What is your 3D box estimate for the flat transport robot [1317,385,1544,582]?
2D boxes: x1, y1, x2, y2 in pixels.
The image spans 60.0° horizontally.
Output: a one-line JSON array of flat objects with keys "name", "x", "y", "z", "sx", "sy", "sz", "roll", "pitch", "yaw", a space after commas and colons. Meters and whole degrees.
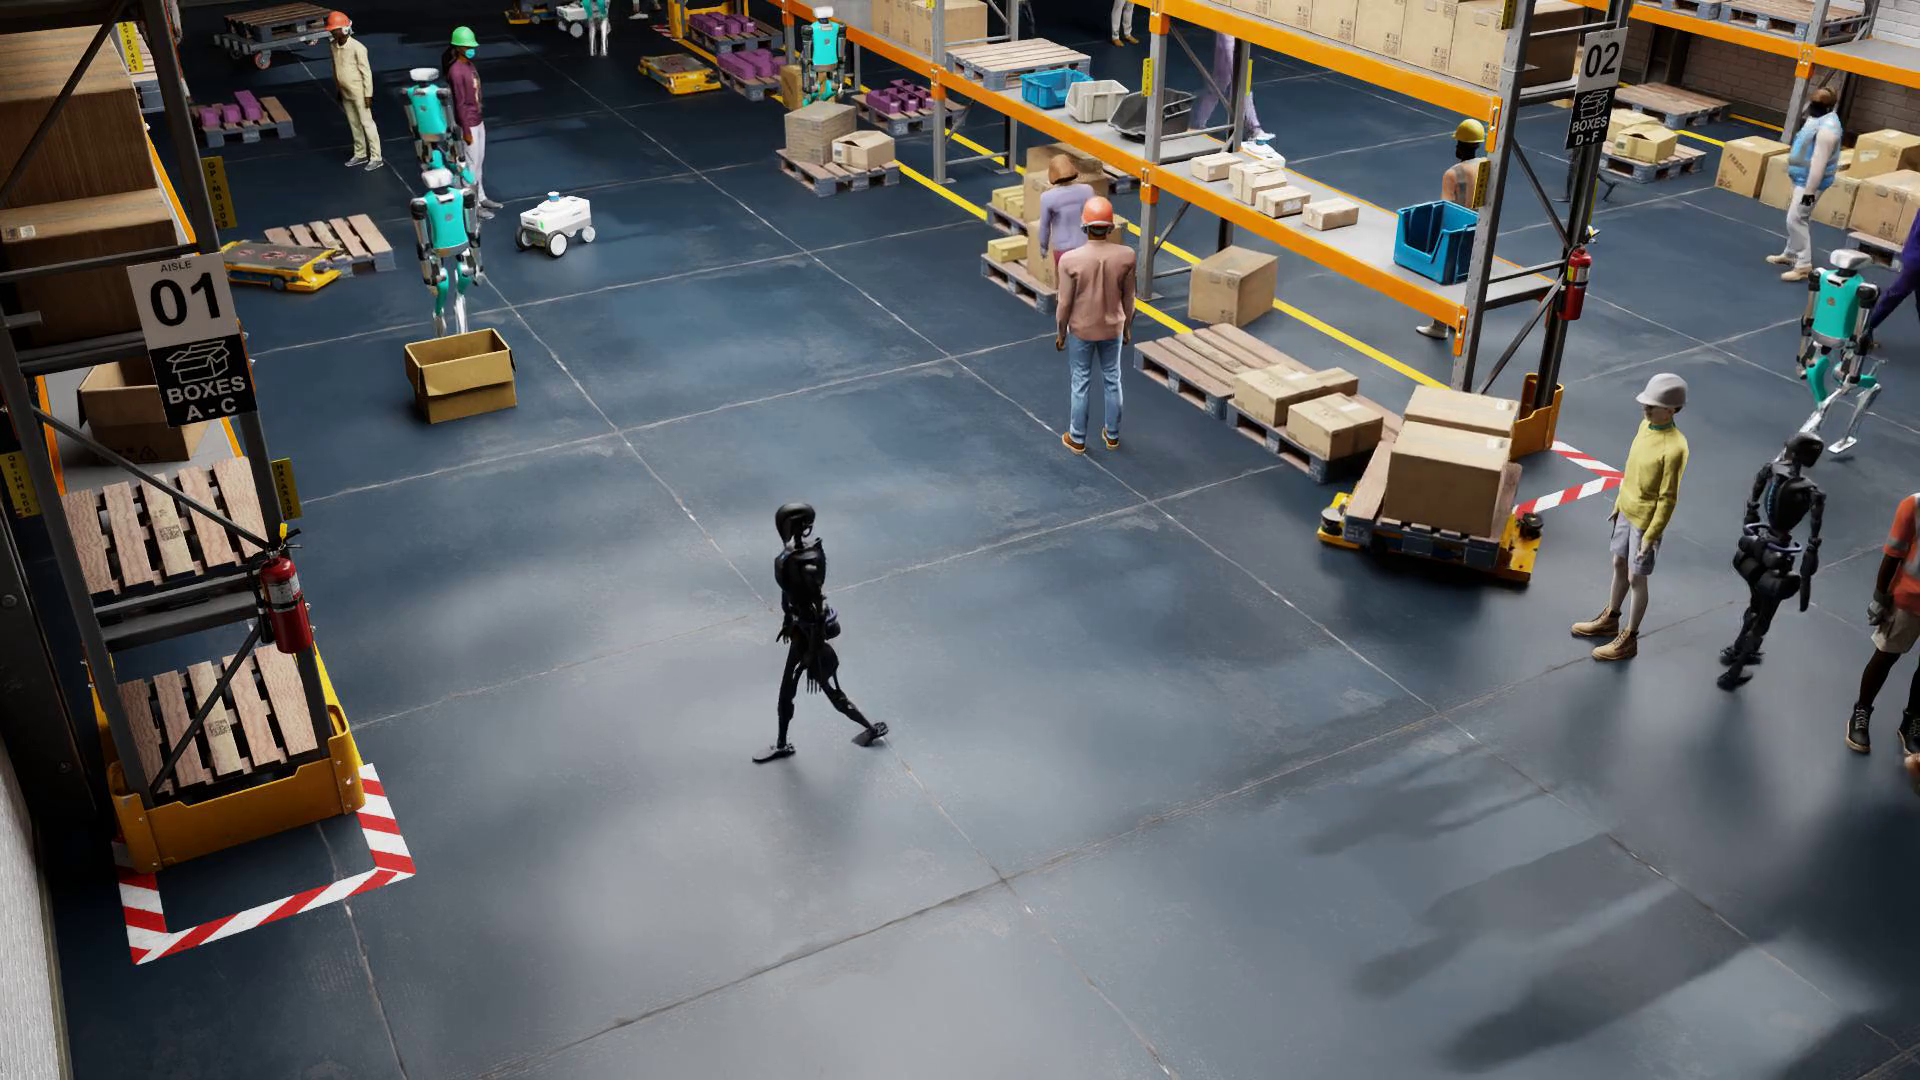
[{"name": "flat transport robot", "x": 3.264, "y": -0.072, "z": 11.535, "sx": 1.431, "sy": 0.231, "sz": 0.659, "roll": 12, "pitch": 32, "yaw": 20}]

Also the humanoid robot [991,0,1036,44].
[{"name": "humanoid robot", "x": 0.822, "y": -7.753, "z": 23.522, "sx": 0.729, "sy": 1.632, "sz": 0.587, "roll": 10, "pitch": 31, "yaw": 16}]

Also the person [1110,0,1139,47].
[{"name": "person", "x": 2.402, "y": -8.060, "z": 23.810, "sx": 0.581, "sy": 1.894, "sz": 0.370, "roll": -24, "pitch": 37, "yaw": -35}]

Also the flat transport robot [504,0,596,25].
[{"name": "flat transport robot", "x": -6.247, "y": -8.135, "z": 25.571, "sx": 1.431, "sy": 0.231, "sz": 0.659, "roll": -10, "pitch": 31, "yaw": -17}]

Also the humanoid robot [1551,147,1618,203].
[{"name": "humanoid robot", "x": 6.751, "y": -4.377, "z": 17.625, "sx": 0.593, "sy": 1.643, "sz": 0.601, "roll": 12, "pitch": 32, "yaw": 20}]

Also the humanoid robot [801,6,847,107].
[{"name": "humanoid robot", "x": -1.618, "y": -5.286, "z": 19.003, "sx": 0.533, "sy": 1.677, "sz": 0.735, "roll": -12, "pitch": 32, "yaw": -21}]

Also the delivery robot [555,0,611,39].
[{"name": "delivery robot", "x": -5.590, "y": -7.737, "z": 24.606, "sx": 0.812, "sy": 0.609, "sz": 0.499, "roll": -20, "pitch": 35, "yaw": -31}]

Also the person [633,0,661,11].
[{"name": "person", "x": -4.944, "y": -9.177, "z": 25.805, "sx": 0.625, "sy": 1.847, "sz": 0.429, "roll": -14, "pitch": 33, "yaw": -23}]

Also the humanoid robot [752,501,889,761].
[{"name": "humanoid robot", "x": -0.794, "y": 0.516, "z": 9.162, "sx": 0.786, "sy": 1.639, "sz": 0.601, "roll": -12, "pitch": 32, "yaw": -20}]

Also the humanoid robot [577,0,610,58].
[{"name": "humanoid robot", "x": -5.111, "y": -7.605, "z": 23.254, "sx": 0.531, "sy": 1.859, "sz": 0.706, "roll": -3, "pitch": 30, "yaw": -4}]

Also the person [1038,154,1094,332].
[{"name": "person", "x": 0.953, "y": -2.570, "z": 14.527, "sx": 0.559, "sy": 1.605, "sz": 0.408, "roll": -9, "pitch": 31, "yaw": -15}]

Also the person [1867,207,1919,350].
[{"name": "person", "x": 8.230, "y": -2.354, "z": 14.194, "sx": 0.881, "sy": 1.571, "sz": 0.458, "roll": 9, "pitch": 31, "yaw": 16}]

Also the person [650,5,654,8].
[{"name": "person", "x": -4.692, "y": -9.223, "z": 25.985, "sx": 0.560, "sy": 1.740, "sz": 0.339, "roll": -4, "pitch": 30, "yaw": -7}]

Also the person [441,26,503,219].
[{"name": "person", "x": -5.087, "y": -4.341, "z": 17.282, "sx": 0.421, "sy": 1.949, "sz": 0.490, "roll": 2, "pitch": 30, "yaw": 4}]

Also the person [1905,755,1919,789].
[{"name": "person", "x": 5.541, "y": 0.580, "z": 8.699, "sx": 0.647, "sy": 1.964, "sz": 0.631, "roll": 8, "pitch": 31, "yaw": 13}]

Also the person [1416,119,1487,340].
[{"name": "person", "x": 4.306, "y": -2.683, "z": 14.416, "sx": 0.585, "sy": 1.928, "sz": 0.366, "roll": -19, "pitch": 35, "yaw": -30}]

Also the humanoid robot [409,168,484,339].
[{"name": "humanoid robot", "x": -4.308, "y": -2.237, "z": 13.944, "sx": 0.545, "sy": 1.888, "sz": 0.752, "roll": -19, "pitch": 35, "yaw": -30}]

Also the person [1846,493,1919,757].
[{"name": "person", "x": 5.335, "y": 0.334, "z": 9.139, "sx": 0.605, "sy": 1.958, "sz": 0.374, "roll": 7, "pitch": 31, "yaw": 13}]

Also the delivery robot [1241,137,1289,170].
[{"name": "delivery robot", "x": 3.304, "y": -4.115, "z": 18.306, "sx": 0.516, "sy": 0.614, "sz": 0.785, "roll": -9, "pitch": 31, "yaw": -15}]

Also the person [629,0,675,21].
[{"name": "person", "x": -4.635, "y": -8.782, "z": 25.166, "sx": 0.834, "sy": 1.819, "sz": 0.610, "roll": -12, "pitch": 32, "yaw": -19}]

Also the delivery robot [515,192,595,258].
[{"name": "delivery robot", "x": -4.047, "y": -3.180, "z": 16.653, "sx": 0.499, "sy": 0.589, "sz": 0.782, "roll": 19, "pitch": 35, "yaw": 29}]

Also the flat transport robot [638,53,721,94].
[{"name": "flat transport robot", "x": -3.780, "y": -6.264, "z": 22.314, "sx": 0.659, "sy": 0.231, "sz": 1.431, "roll": -15, "pitch": 33, "yaw": -25}]

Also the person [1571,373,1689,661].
[{"name": "person", "x": 4.109, "y": -0.142, "z": 10.031, "sx": 0.386, "sy": 1.892, "sz": 0.474, "roll": -3, "pitch": 30, "yaw": -6}]

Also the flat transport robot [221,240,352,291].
[{"name": "flat transport robot", "x": -6.676, "y": -2.643, "z": 16.011, "sx": 1.431, "sy": 0.231, "sz": 0.659, "roll": 7, "pitch": 31, "yaw": 12}]

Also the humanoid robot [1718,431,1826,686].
[{"name": "humanoid robot", "x": 4.849, "y": 0.107, "z": 9.812, "sx": 0.503, "sy": 1.640, "sz": 0.584, "roll": -10, "pitch": 31, "yaw": -17}]

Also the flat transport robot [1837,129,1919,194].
[{"name": "flat transport robot", "x": 9.584, "y": -3.580, "z": 17.641, "sx": 0.659, "sy": 0.231, "sz": 1.431, "roll": -15, "pitch": 33, "yaw": -25}]

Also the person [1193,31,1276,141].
[{"name": "person", "x": 3.229, "y": -5.570, "z": 19.516, "sx": 1.009, "sy": 1.850, "sz": 0.643, "roll": 17, "pitch": 34, "yaw": 27}]

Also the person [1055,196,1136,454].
[{"name": "person", "x": 1.004, "y": -1.593, "z": 12.452, "sx": 0.611, "sy": 1.995, "sz": 0.386, "roll": -6, "pitch": 30, "yaw": -10}]

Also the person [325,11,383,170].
[{"name": "person", "x": -6.845, "y": -5.055, "z": 18.717, "sx": 0.571, "sy": 1.748, "sz": 0.340, "roll": 19, "pitch": 35, "yaw": 29}]

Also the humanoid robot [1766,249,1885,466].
[{"name": "humanoid robot", "x": 6.569, "y": -1.329, "z": 12.316, "sx": 1.041, "sy": 1.773, "sz": 0.543, "roll": -14, "pitch": 33, "yaw": -23}]

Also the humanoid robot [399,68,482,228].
[{"name": "humanoid robot", "x": -5.148, "y": -3.907, "z": 16.794, "sx": 0.537, "sy": 1.841, "sz": 0.809, "roll": 5, "pitch": 30, "yaw": 9}]

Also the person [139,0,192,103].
[{"name": "person", "x": -10.330, "y": -6.577, "z": 21.253, "sx": 1.058, "sy": 1.872, "sz": 0.631, "roll": 16, "pitch": 33, "yaw": 25}]

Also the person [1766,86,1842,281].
[{"name": "person", "x": 8.057, "y": -3.413, "z": 15.802, "sx": 0.446, "sy": 1.827, "sz": 0.798, "roll": 12, "pitch": 32, "yaw": 20}]
